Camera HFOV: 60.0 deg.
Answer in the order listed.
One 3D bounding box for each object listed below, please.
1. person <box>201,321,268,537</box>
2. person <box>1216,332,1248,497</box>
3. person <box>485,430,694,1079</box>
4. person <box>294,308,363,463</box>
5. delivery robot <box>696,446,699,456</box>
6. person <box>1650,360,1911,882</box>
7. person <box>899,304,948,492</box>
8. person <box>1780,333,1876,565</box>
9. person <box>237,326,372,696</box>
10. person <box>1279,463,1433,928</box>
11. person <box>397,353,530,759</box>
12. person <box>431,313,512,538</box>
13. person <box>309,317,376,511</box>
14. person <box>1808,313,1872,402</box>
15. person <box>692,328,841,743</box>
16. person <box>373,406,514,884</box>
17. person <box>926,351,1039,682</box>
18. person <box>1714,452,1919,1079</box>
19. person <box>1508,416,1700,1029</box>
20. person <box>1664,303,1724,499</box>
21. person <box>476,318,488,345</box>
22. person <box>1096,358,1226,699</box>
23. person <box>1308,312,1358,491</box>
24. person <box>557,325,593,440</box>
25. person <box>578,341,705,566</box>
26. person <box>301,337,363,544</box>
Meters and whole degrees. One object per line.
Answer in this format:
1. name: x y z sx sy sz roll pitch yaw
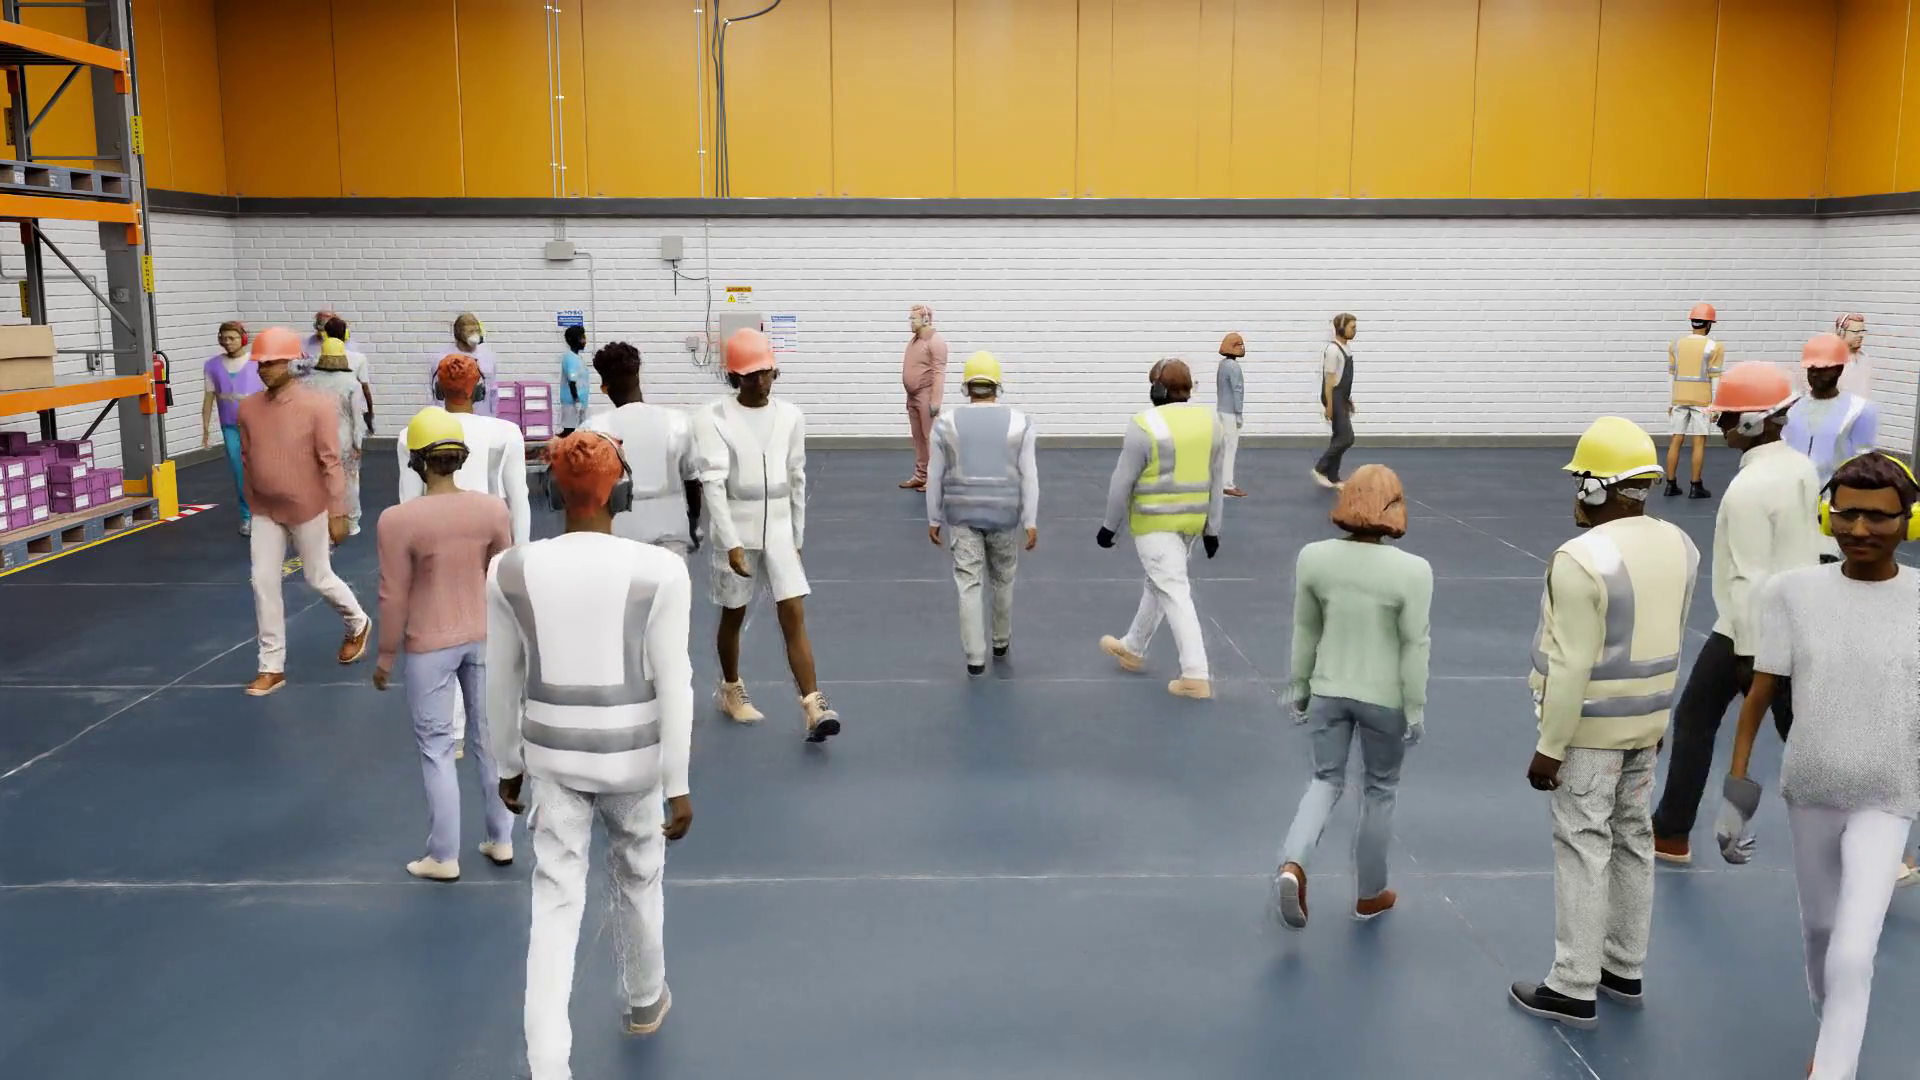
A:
1. person: -6.109 -0.923 14.042 0.593 1.816 0.749 0 9 0
2. person: 2.712 -1.253 16.632 0.278 1.636 0.506 -2 9 -12
3. person: -1.022 0.616 4.572 0.591 1.841 0.970 0 9 1
4. person: -6.285 -1.372 16.609 0.671 1.882 0.566 0 9 2
5. delivery robot: -2.833 -0.904 17.509 0.707 0.478 0.477 2 10 15
6. person: 2.985 0.320 6.067 0.597 1.947 1.018 -7 12 -37
7. person: -0.391 -1.448 17.005 0.403 1.905 0.649 -5 11 -28
8. person: 4.768 -0.201 9.373 0.877 1.903 0.567 -9 13 -43
9. person: -3.619 -0.190 9.123 0.622 1.968 0.895 2 9 12
10. person: 1.326 0.548 5.643 0.503 1.612 0.617 7 12 37
11. person: -2.280 0.079 7.711 0.574 1.883 0.361 -2 9 -11
12. person: -4.019 -0.921 13.803 0.994 1.889 0.661 8 12 41
13. person: -5.631 -1.110 15.189 0.552 1.816 0.972 -3 10 -20
14. person: 7.375 -0.942 13.928 0.637 1.901 0.402 -5 10 -27
15. person: -0.934 -0.008 7.932 0.610 1.978 1.048 -6 11 -31
16. person: -1.902 0.388 6.173 0.324 1.769 0.530 9 13 43
17. person: 0.121 -0.153 9.361 0.621 1.801 0.821 0 9 -1
18. person: 2.285 0.668 4.319 0.544 1.821 0.996 7 12 37
19. person: 1.923 0.545 5.007 0.600 1.832 0.404 -6 11 -35
20. person: 7.282 -1.373 16.479 0.382 1.932 0.541 -8 12 -42
21. person: -5.105 -1.491 17.728 0.642 1.743 0.557 0 9 -1
22. person: 1.079 -0.083 9.007 0.625 1.786 0.995 -7 12 -37
23. person: 3.867 -1.385 16.867 0.393 1.832 0.522 4 10 23
24. person: -4.278 -1.514 18.143 0.752 1.671 0.532 0 9 3
25. person: -1.591 -0.038 8.344 0.645 1.895 1.029 -3 10 -16
26. person: -5.216 -0.834 13.859 0.489 1.703 0.864 -3 10 -16
